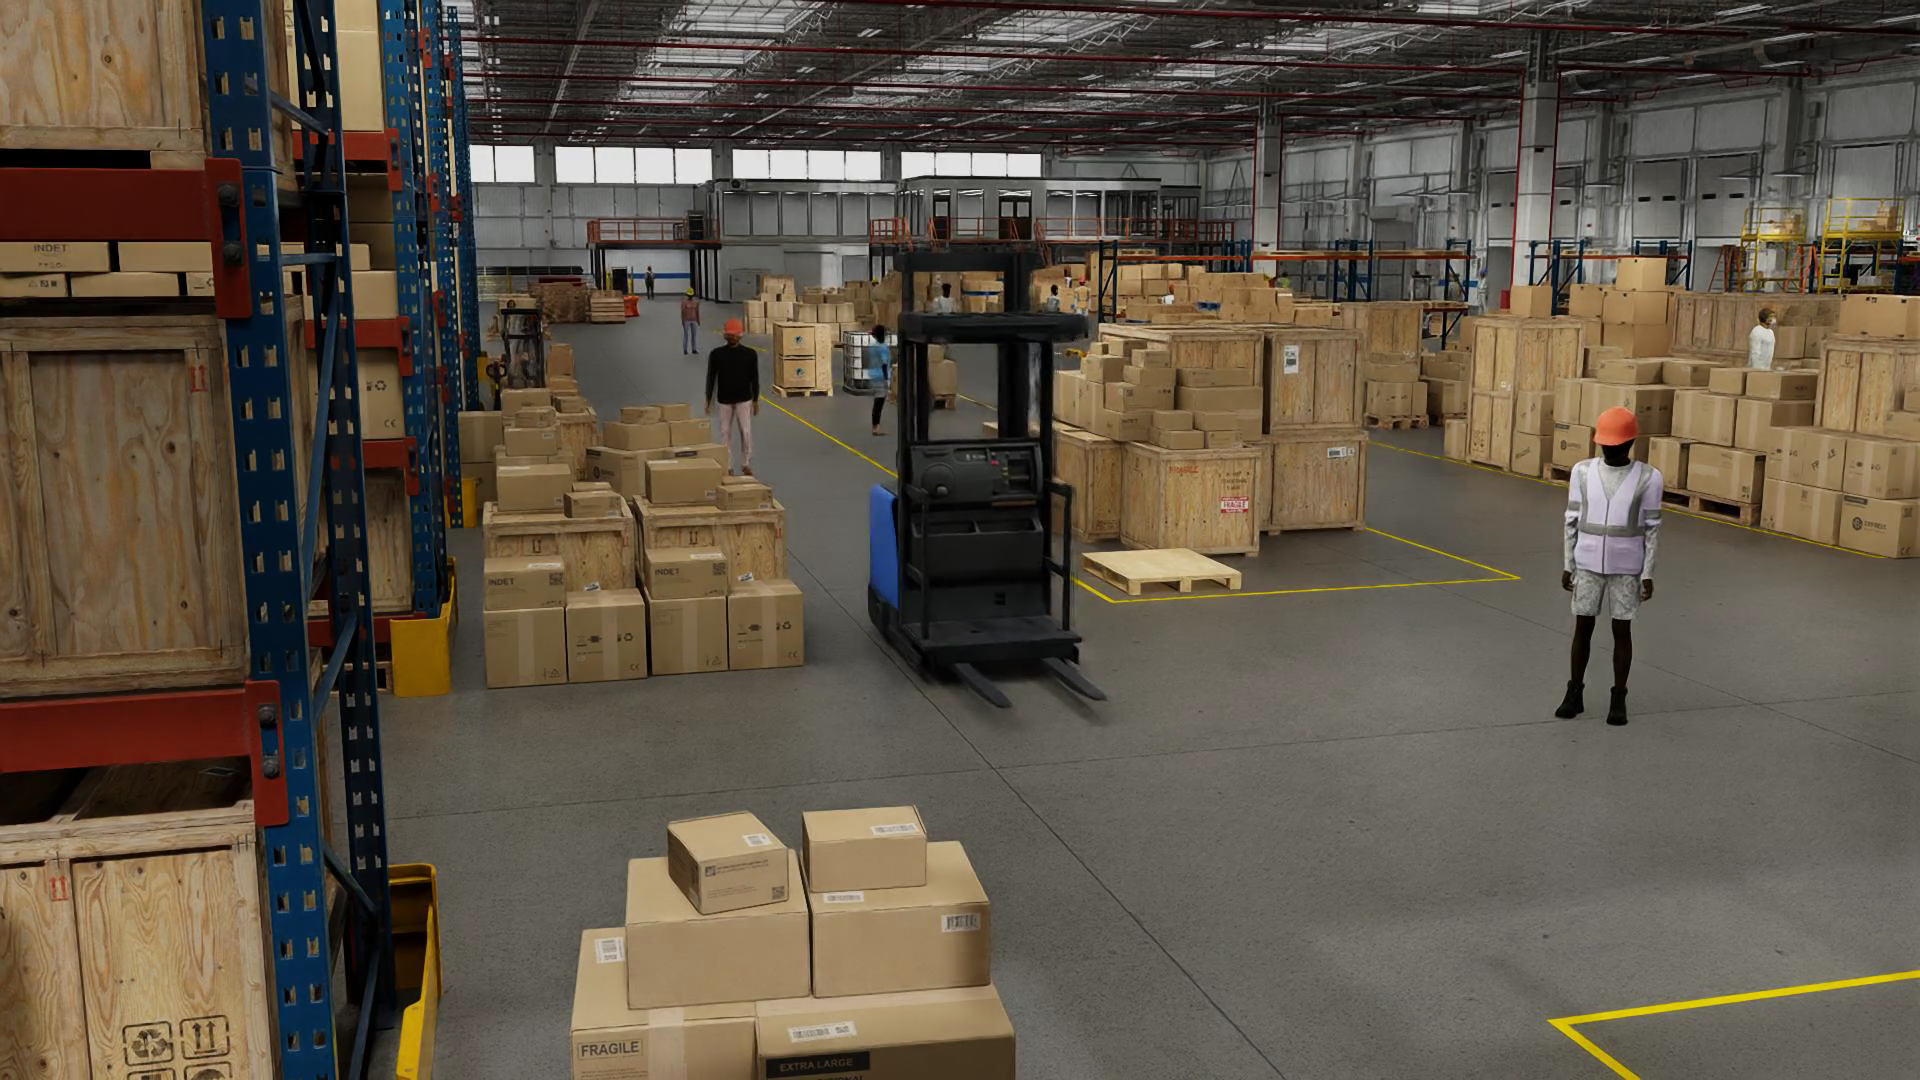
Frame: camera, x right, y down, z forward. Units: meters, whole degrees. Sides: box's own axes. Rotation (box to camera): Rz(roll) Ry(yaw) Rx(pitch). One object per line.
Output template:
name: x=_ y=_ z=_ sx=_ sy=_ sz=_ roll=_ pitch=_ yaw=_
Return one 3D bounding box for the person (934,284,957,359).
person: x=-0.333 y=-5.572 z=42.480 sx=0.623 sy=1.902 sz=1.024 roll=-6 pitch=12 yaw=-31

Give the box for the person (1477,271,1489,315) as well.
person: x=20.695 y=-9.687 z=65.807 sx=0.399 sy=1.905 sz=0.699 roll=-4 pitch=11 yaw=-21

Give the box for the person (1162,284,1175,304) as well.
person: x=5.538 y=-5.734 z=43.462 sx=0.585 sy=1.882 sz=0.337 roll=6 pitch=12 yaw=31

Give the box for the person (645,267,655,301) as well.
person: x=-16.443 y=-13.594 z=88.217 sx=0.528 sy=1.788 sz=0.990 roll=0 pitch=10 yaw=-3

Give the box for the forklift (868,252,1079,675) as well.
forklift: x=0.024 y=-0.640 z=11.799 sx=1.129 sy=2.768 sz=1.873 roll=-3 pitch=10 yaw=-15

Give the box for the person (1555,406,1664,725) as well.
person: x=3.895 y=0.155 z=9.996 sx=0.542 sy=1.927 sz=0.381 roll=6 pitch=12 yaw=32

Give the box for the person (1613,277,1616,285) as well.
person: x=19.159 y=-6.713 z=48.565 sx=0.718 sy=2.000 sz=0.816 roll=-3 pitch=10 yaw=-15

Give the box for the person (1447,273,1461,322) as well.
person: x=18.810 y=-9.208 z=63.216 sx=0.537 sy=1.855 sz=0.579 roll=-6 pitch=12 yaw=-32

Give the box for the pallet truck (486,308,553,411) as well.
pallet truck: x=-6.242 y=-2.418 z=24.362 sx=0.823 sy=1.965 sz=1.885 roll=1 pitch=10 yaw=3

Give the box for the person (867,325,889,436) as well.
person: x=-1.225 y=-2.432 z=25.369 sx=0.320 sy=1.673 sz=0.672 roll=-4 pitch=11 yaw=-24

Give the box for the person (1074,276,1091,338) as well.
person: x=3.831 y=-7.292 z=52.118 sx=0.547 sy=1.942 sz=0.351 roll=-1 pitch=10 yaw=-6

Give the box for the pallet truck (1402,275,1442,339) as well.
pallet truck: x=14.620 y=-7.324 z=52.145 sx=0.823 sy=1.965 sz=1.885 roll=8 pitch=13 yaw=40

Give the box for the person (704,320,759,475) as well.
person: x=-2.811 y=-1.713 z=20.446 sx=0.647 sy=1.971 sz=0.507 roll=0 pitch=10 yaw=0

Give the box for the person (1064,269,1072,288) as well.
person: x=4.350 y=-10.301 z=69.255 sx=0.591 sy=1.914 sz=0.383 roll=0 pitch=10 yaw=-2

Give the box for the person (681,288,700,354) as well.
person: x=-7.196 y=-5.854 z=44.496 sx=0.526 sy=1.761 sz=0.337 roll=-6 pitch=12 yaw=-32

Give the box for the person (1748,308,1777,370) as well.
person: x=12.248 y=-2.576 z=25.428 sx=0.368 sy=1.940 sz=0.633 roll=9 pitch=14 yaw=42

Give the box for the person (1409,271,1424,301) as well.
person: x=19.646 y=-10.663 z=71.643 sx=0.630 sy=1.796 sz=0.960 roll=2 pitch=10 yaw=13

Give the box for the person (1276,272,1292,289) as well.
person: x=13.421 y=-10.230 z=69.180 sx=0.735 sy=1.805 sz=0.431 roll=-2 pitch=10 yaw=-9

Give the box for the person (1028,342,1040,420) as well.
person: x=0.902 y=-2.336 z=24.087 sx=0.627 sy=1.933 sz=0.373 roll=4 pitch=11 yaw=22

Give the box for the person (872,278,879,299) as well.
person: x=-3.010 y=-8.456 z=59.272 sx=0.299 sy=1.745 sz=0.483 roll=0 pitch=10 yaw=1

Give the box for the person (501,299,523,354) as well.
person: x=-10.466 y=-4.802 z=38.878 sx=0.523 sy=1.638 sz=0.311 roll=-6 pitch=12 yaw=-31

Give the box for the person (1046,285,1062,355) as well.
person: x=2.485 y=-5.830 z=44.092 sx=0.321 sy=1.859 sz=0.513 roll=-9 pitch=13 yaw=-41
